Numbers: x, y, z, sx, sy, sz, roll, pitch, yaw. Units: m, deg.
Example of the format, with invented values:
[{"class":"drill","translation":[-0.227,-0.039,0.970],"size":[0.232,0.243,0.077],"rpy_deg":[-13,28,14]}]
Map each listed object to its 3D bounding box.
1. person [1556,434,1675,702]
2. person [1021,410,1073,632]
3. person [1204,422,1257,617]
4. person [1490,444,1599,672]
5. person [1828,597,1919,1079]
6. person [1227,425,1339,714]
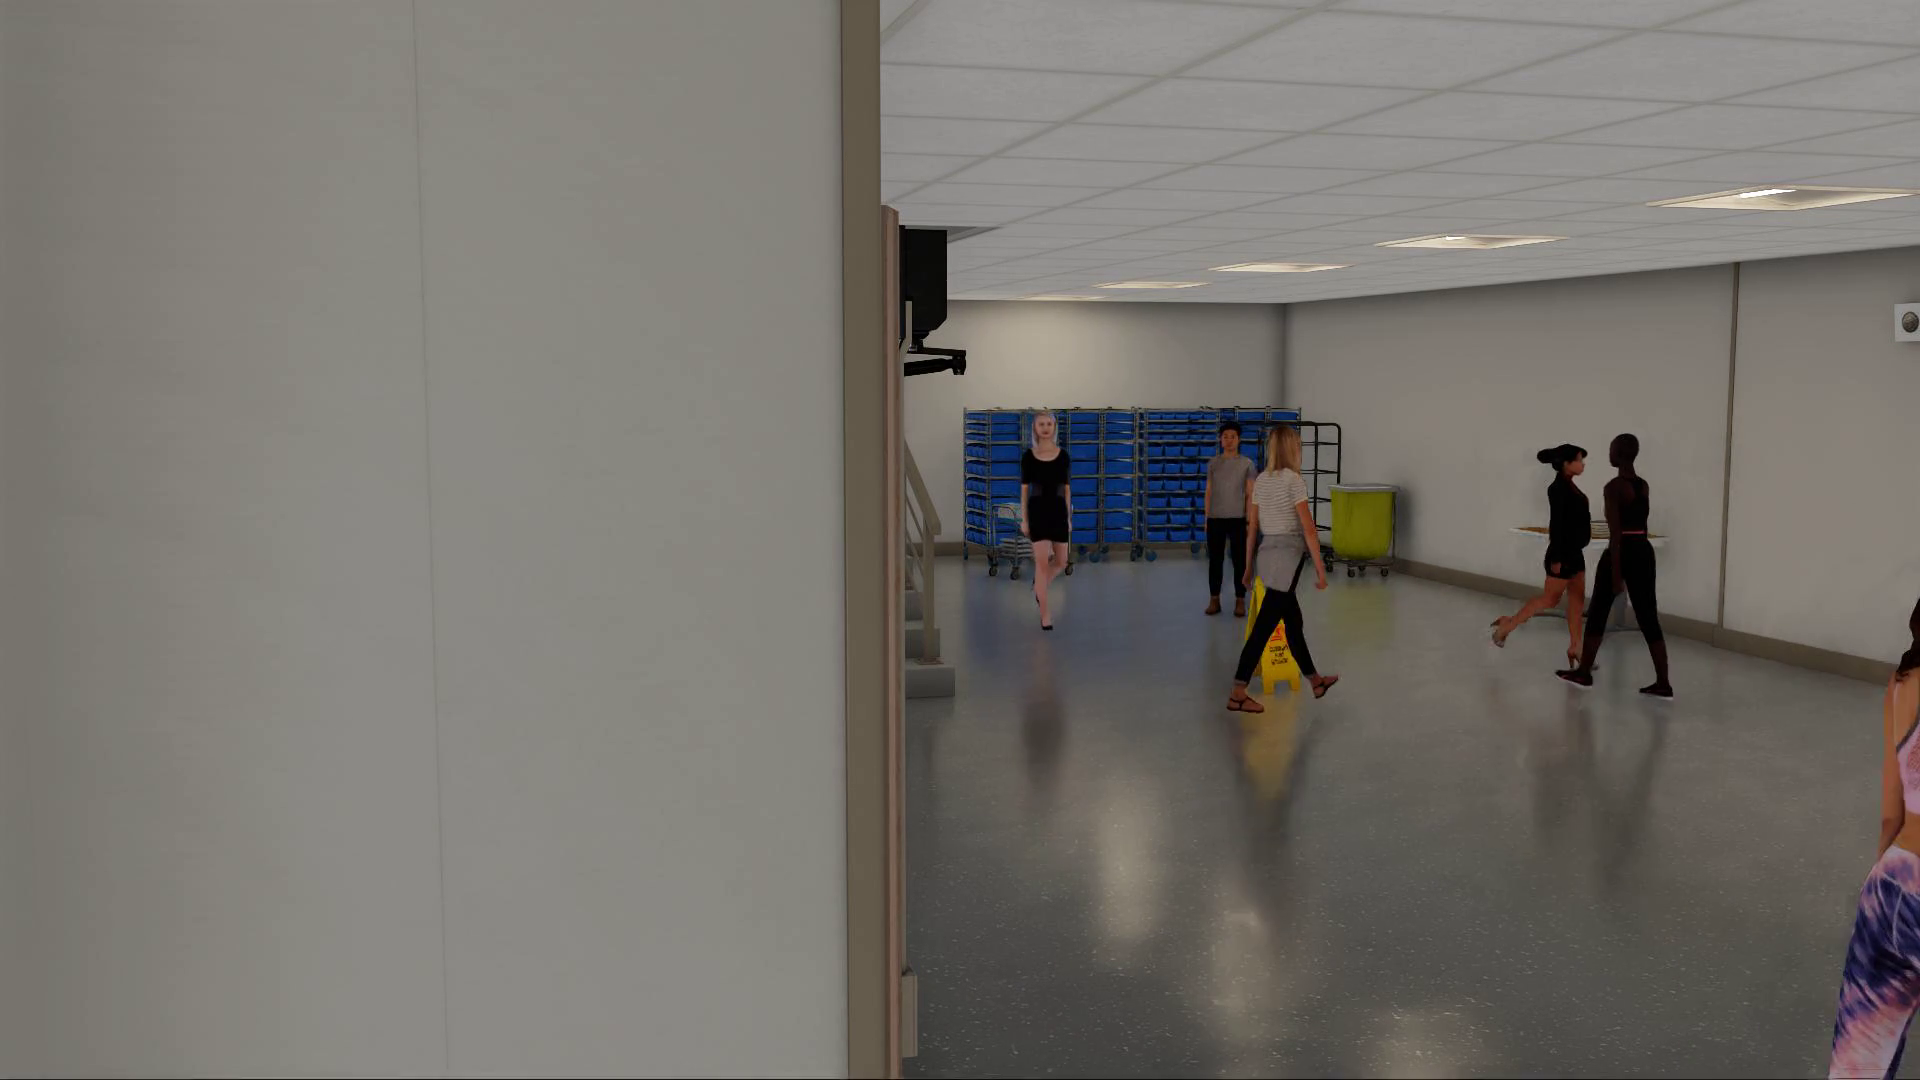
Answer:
[{"class":"person","translation":[4.400,0.205,10.800],"size":[0.750,1.708,1.105],"rpy_deg":[-3,7,-28]},{"class":"person","translation":[0.708,-0.165,13.941],"size":[0.581,1.815,0.869],"rpy_deg":[-1,6,-13]},{"class":"person","translation":[2.383,-0.197,14.744],"size":[0.674,1.717,0.713],"rpy_deg":[3,6,24]},{"class":"person","translation":[4.230,0.141,11.887],"size":[1.006,1.617,0.962],"rpy_deg":[3,7,29]},{"class":"person","translation":[2.067,0.923,3.634],"size":[0.725,1.714,1.177],"rpy_deg":[-2,6,-18]},{"class":"person","translation":[1.906,0.228,10.287],"size":[0.967,1.764,1.225],"rpy_deg":[-4,7,-32]}]
